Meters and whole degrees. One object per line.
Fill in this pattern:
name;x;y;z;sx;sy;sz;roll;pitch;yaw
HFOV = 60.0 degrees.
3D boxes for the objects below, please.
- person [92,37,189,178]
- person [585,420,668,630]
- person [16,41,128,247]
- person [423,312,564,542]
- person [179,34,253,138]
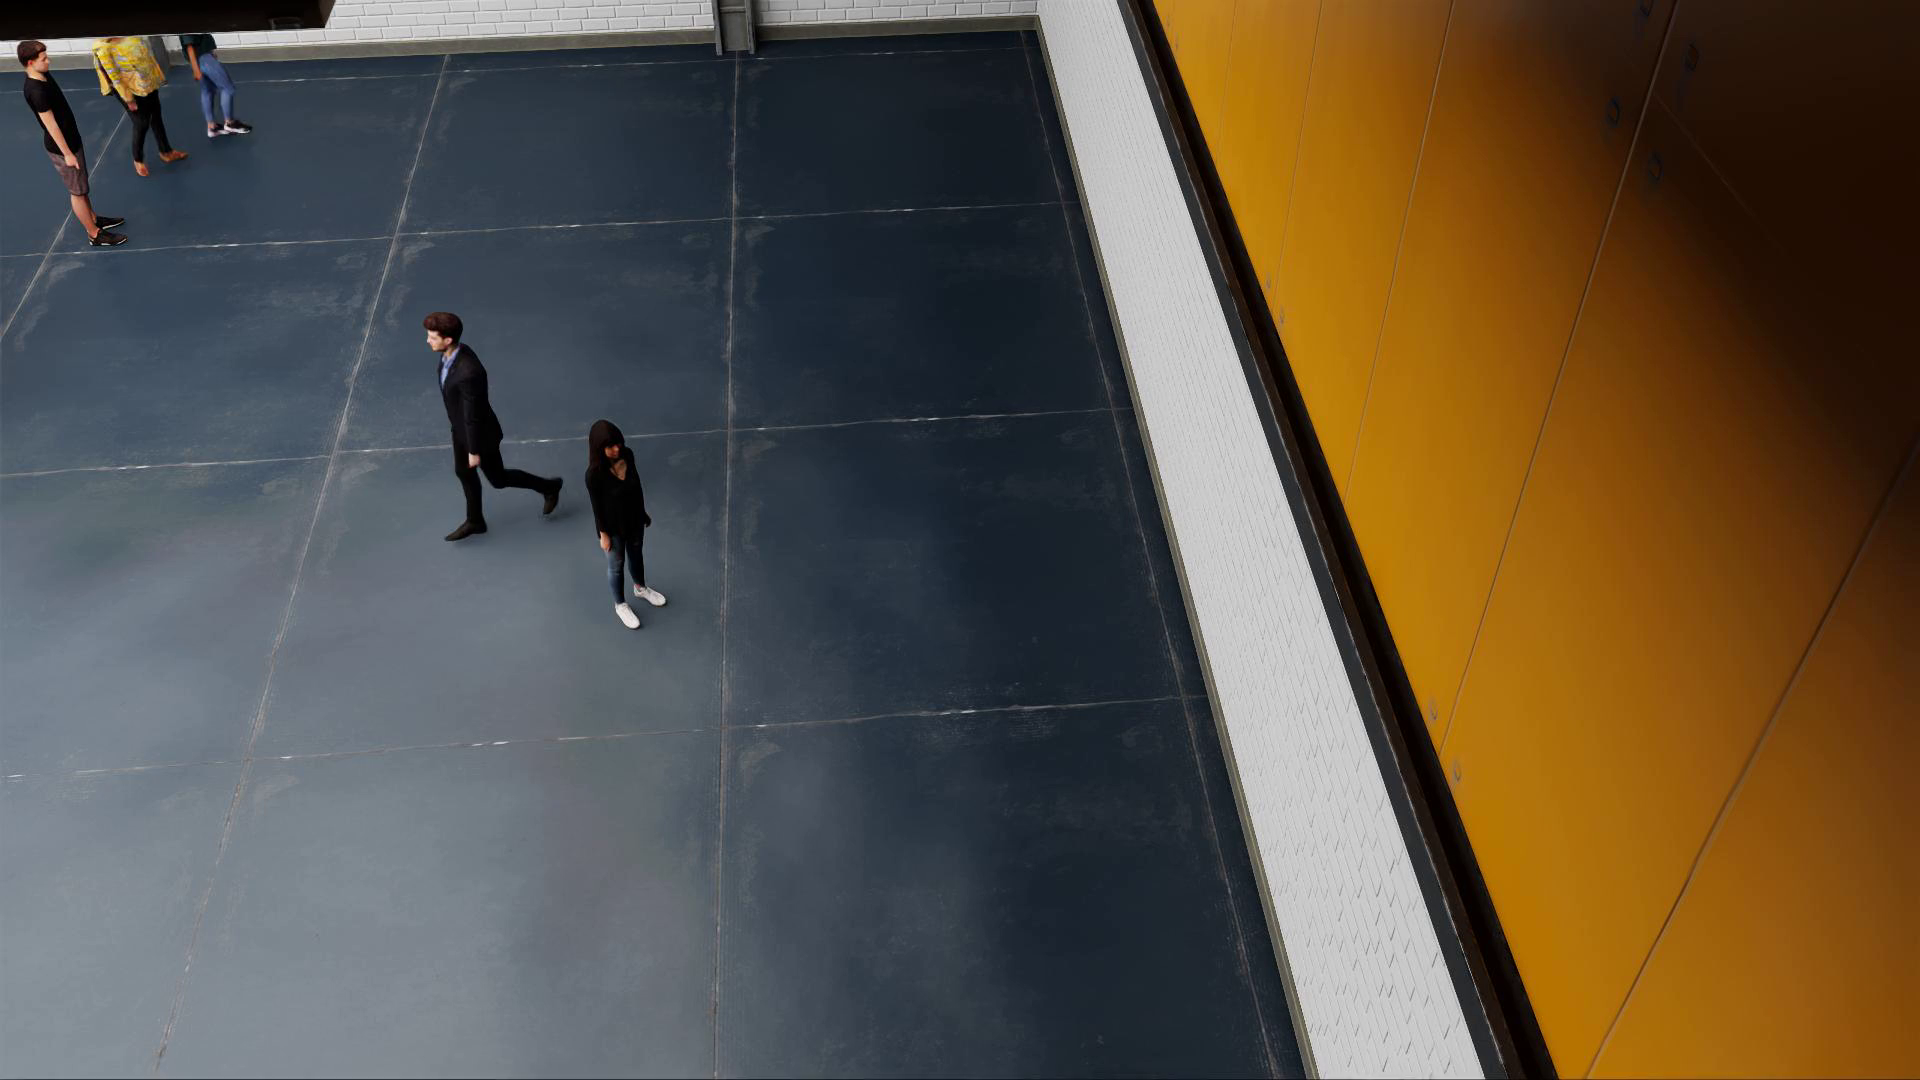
person;-7.487;-4.136;15.145;0.796;1.628;0.782;-5;44;-6
person;-2.238;-0.141;10.938;0.693;1.647;0.643;27;50;25
person;-7.662;-3.397;14.203;0.689;1.858;0.746;-15;46;-15
person;-3.265;-0.778;11.447;1.236;1.866;1.038;-24;49;-24
person;-7.178;-4.489;15.533;0.730;1.603;0.676;-14;45;-15
